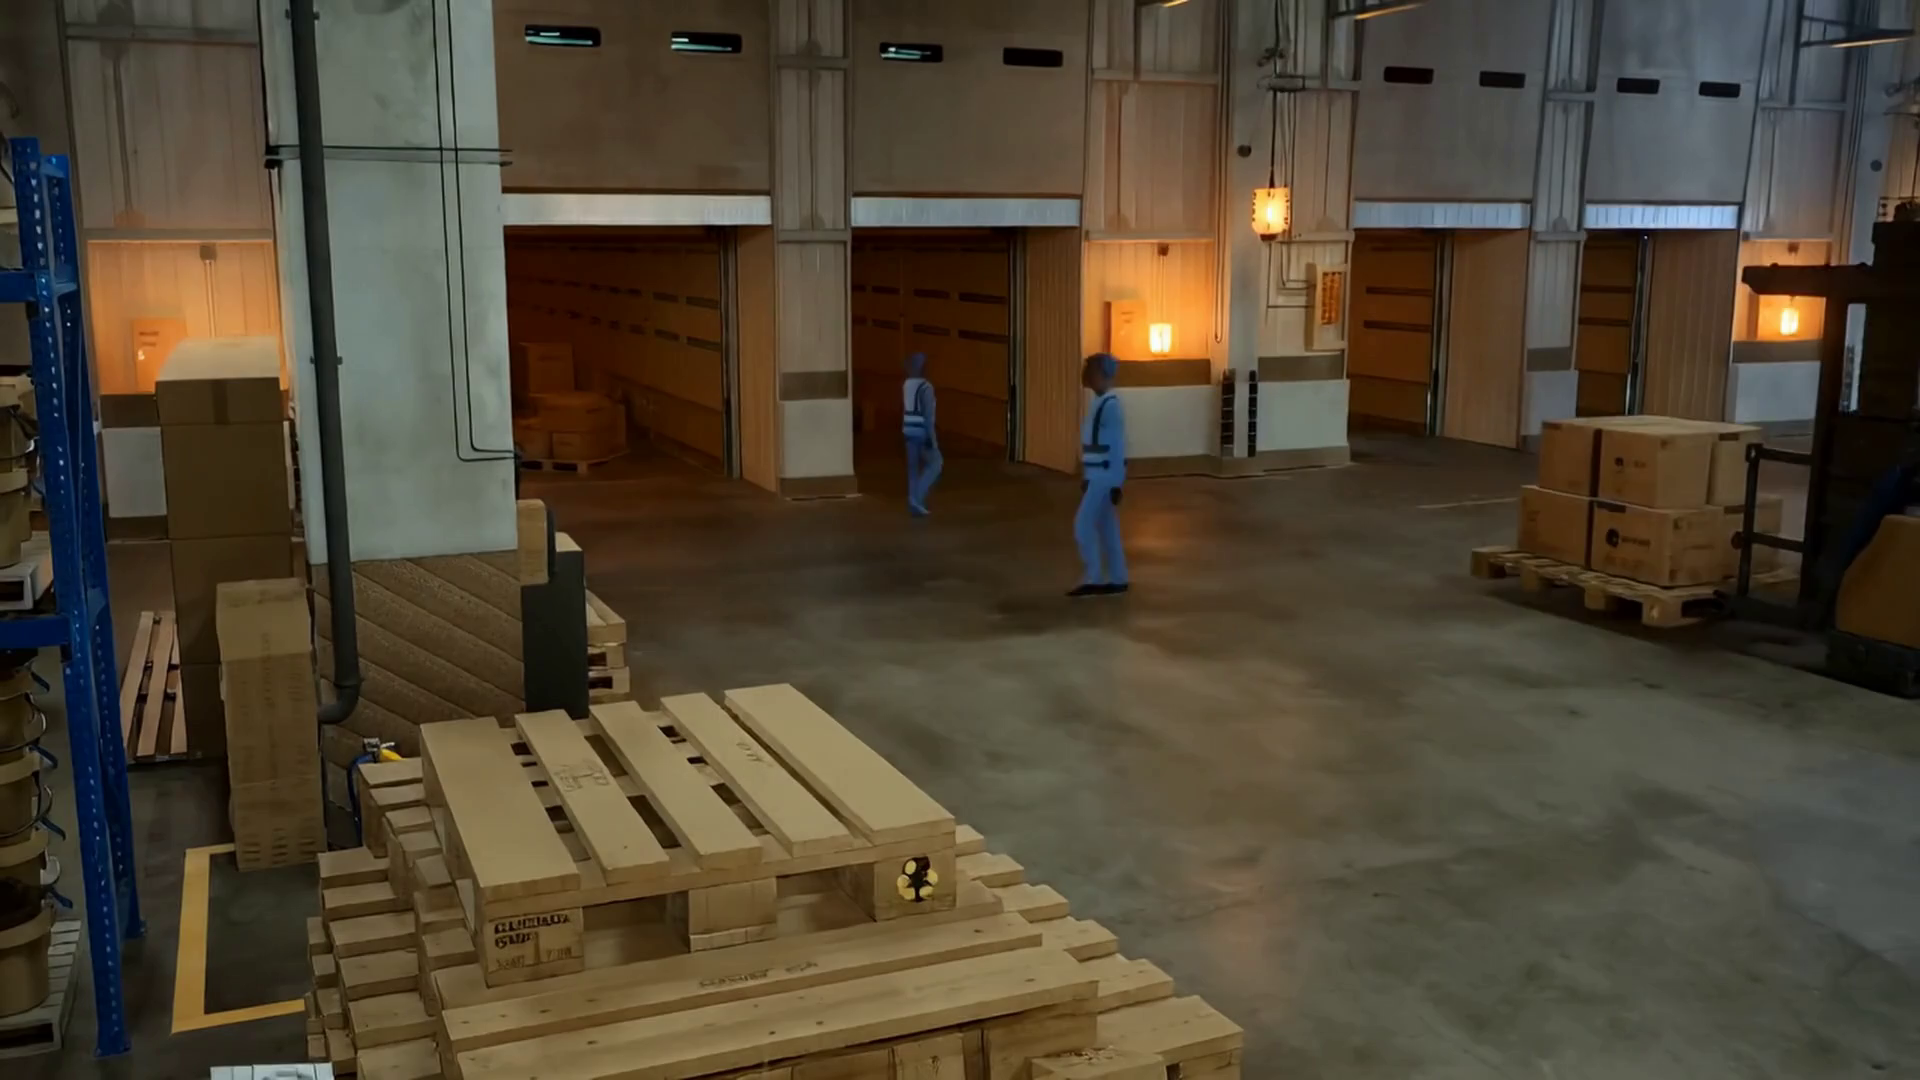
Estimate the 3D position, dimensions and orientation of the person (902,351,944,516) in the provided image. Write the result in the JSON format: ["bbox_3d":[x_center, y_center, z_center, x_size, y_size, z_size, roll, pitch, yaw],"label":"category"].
[{"bbox_3d":[-0.380,-1.031,16.296,0.371,1.626,0.537,-6,12,-29],"label":"person"}]

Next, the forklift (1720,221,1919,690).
[{"bbox_3d":[5.949,-0.550,10.218,1.129,2.768,1.873,-4,11,-23],"label":"forklift"}]

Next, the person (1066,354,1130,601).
[{"bbox_3d":[1.010,-0.466,12.545,0.675,1.861,0.604,-1,10,-7],"label":"person"}]
